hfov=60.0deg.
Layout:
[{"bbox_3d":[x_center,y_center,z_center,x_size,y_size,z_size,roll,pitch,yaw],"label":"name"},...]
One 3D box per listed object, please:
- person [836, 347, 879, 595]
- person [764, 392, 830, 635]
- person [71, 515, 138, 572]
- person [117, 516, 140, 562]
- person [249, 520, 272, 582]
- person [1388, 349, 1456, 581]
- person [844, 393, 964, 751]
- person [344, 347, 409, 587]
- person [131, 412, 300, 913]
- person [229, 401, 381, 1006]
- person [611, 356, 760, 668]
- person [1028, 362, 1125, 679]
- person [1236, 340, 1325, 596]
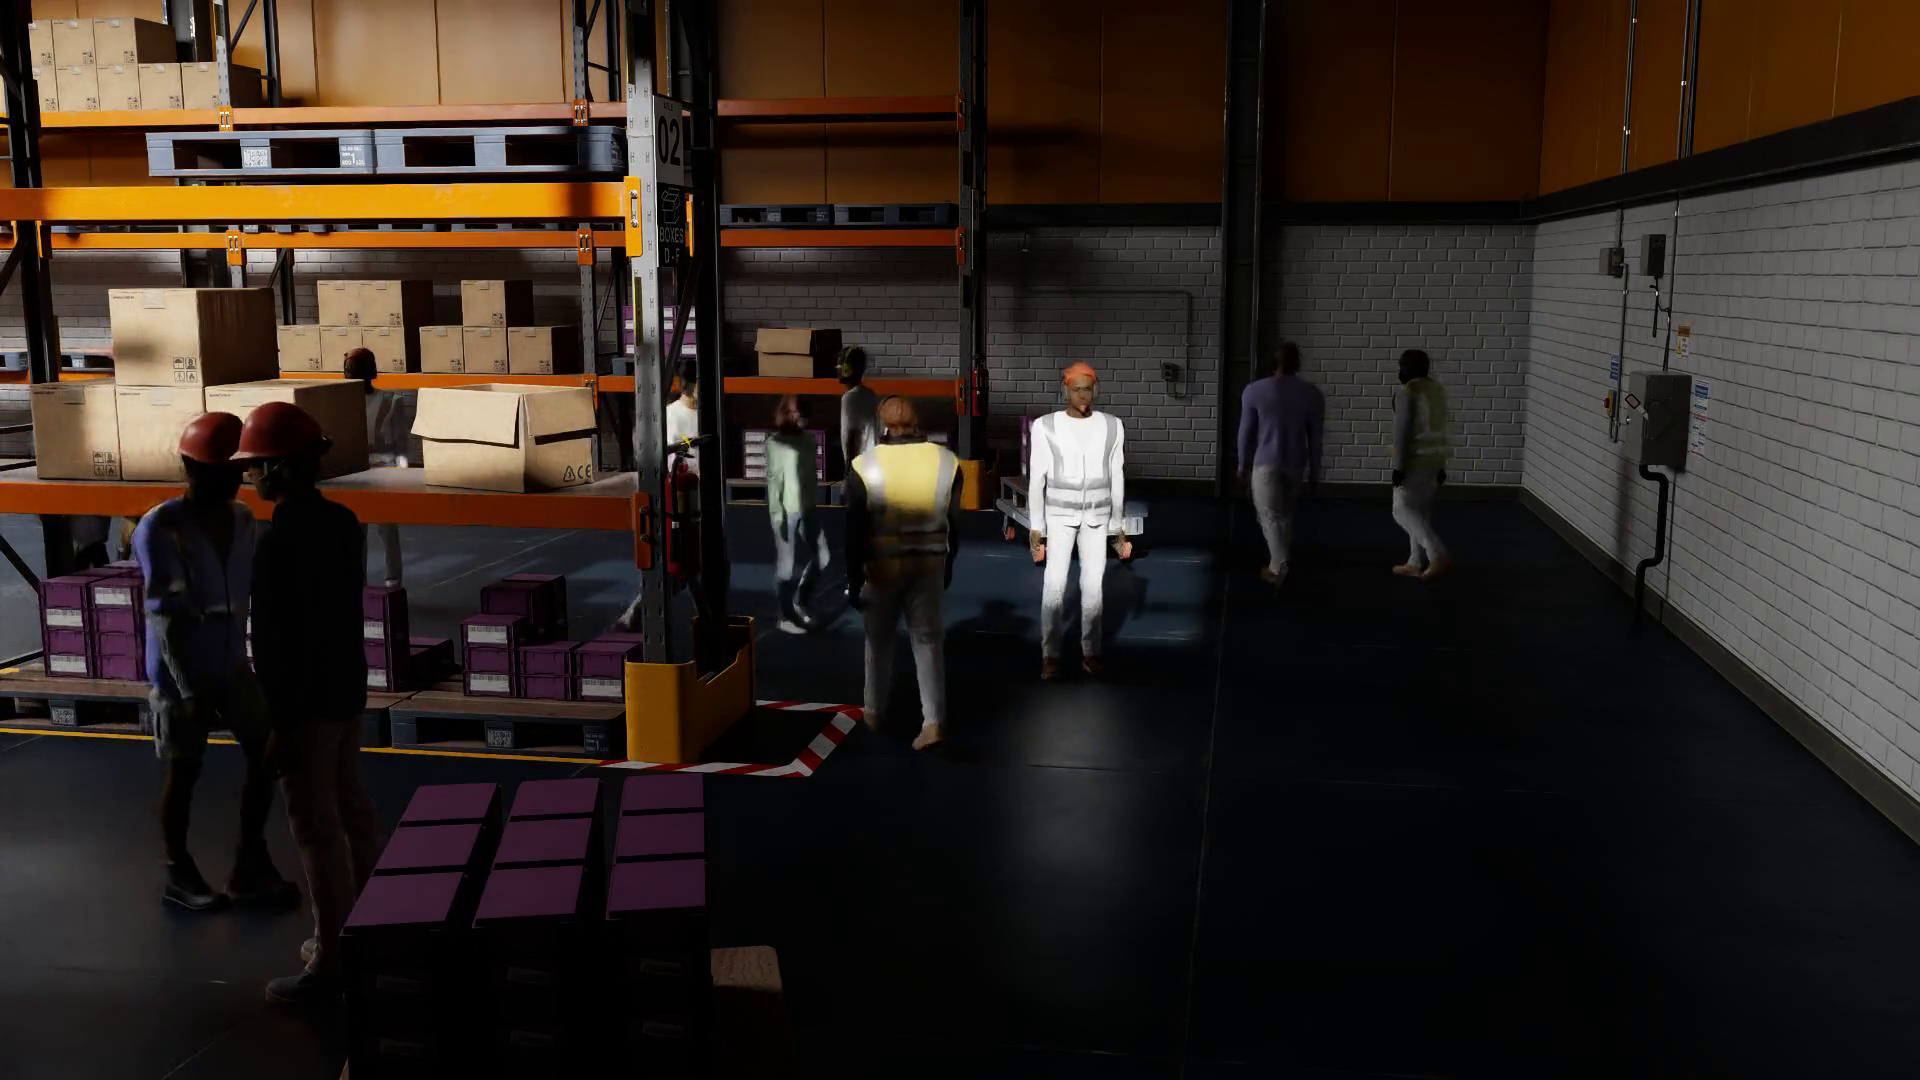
[{"bbox_3d":[-0.741,-0.499,12.403,0.429,1.850,0.528,3,10,16],"label":"person"},{"bbox_3d":[-1.079,-0.166,11.016,0.346,1.622,0.509,9,13,43],"label":"person"},{"bbox_3d":[-5.909,-0.235,11.365,0.887,1.639,0.542,3,10,18],"label":"person"},{"bbox_3d":[-6.403,-0.584,12.819,1.021,1.874,0.587,7,11,36],"label":"person"},{"bbox_3d":[-4.417,-0.187,10.361,0.970,1.891,0.546,2,9,11],"label":"person"},{"bbox_3d":[3.644,-0.579,12.997,0.599,1.815,0.645,9,13,43],"label":"person"},{"bbox_3d":[-0.276,0.159,8.474,0.648,1.804,0.907,-2,9,-15],"label":"person"},{"bbox_3d":[-4.189,-0.419,11.766,0.584,1.883,0.337,1,9,5],"label":"person"},{"bbox_3d":[-2.767,0.476,6.172,0.658,1.901,0.557,4,10,23],"label":"person"},{"bbox_3d":[-2.161,0.536,5.506,0.401,1.989,0.623,0,9,0],"label":"person"},{"bbox_3d":[-1.684,-0.159,10.085,0.925,1.910,0.643,4,10,23],"label":"person"},{"bbox_3d":[0.692,-0.111,9.857,0.583,1.882,0.337,-2,9,-10],"label":"person"},{"bbox_3d":[2.433,-0.547,12.519,0.632,1.915,0.926,-1,9,-9],"label":"person"}]
